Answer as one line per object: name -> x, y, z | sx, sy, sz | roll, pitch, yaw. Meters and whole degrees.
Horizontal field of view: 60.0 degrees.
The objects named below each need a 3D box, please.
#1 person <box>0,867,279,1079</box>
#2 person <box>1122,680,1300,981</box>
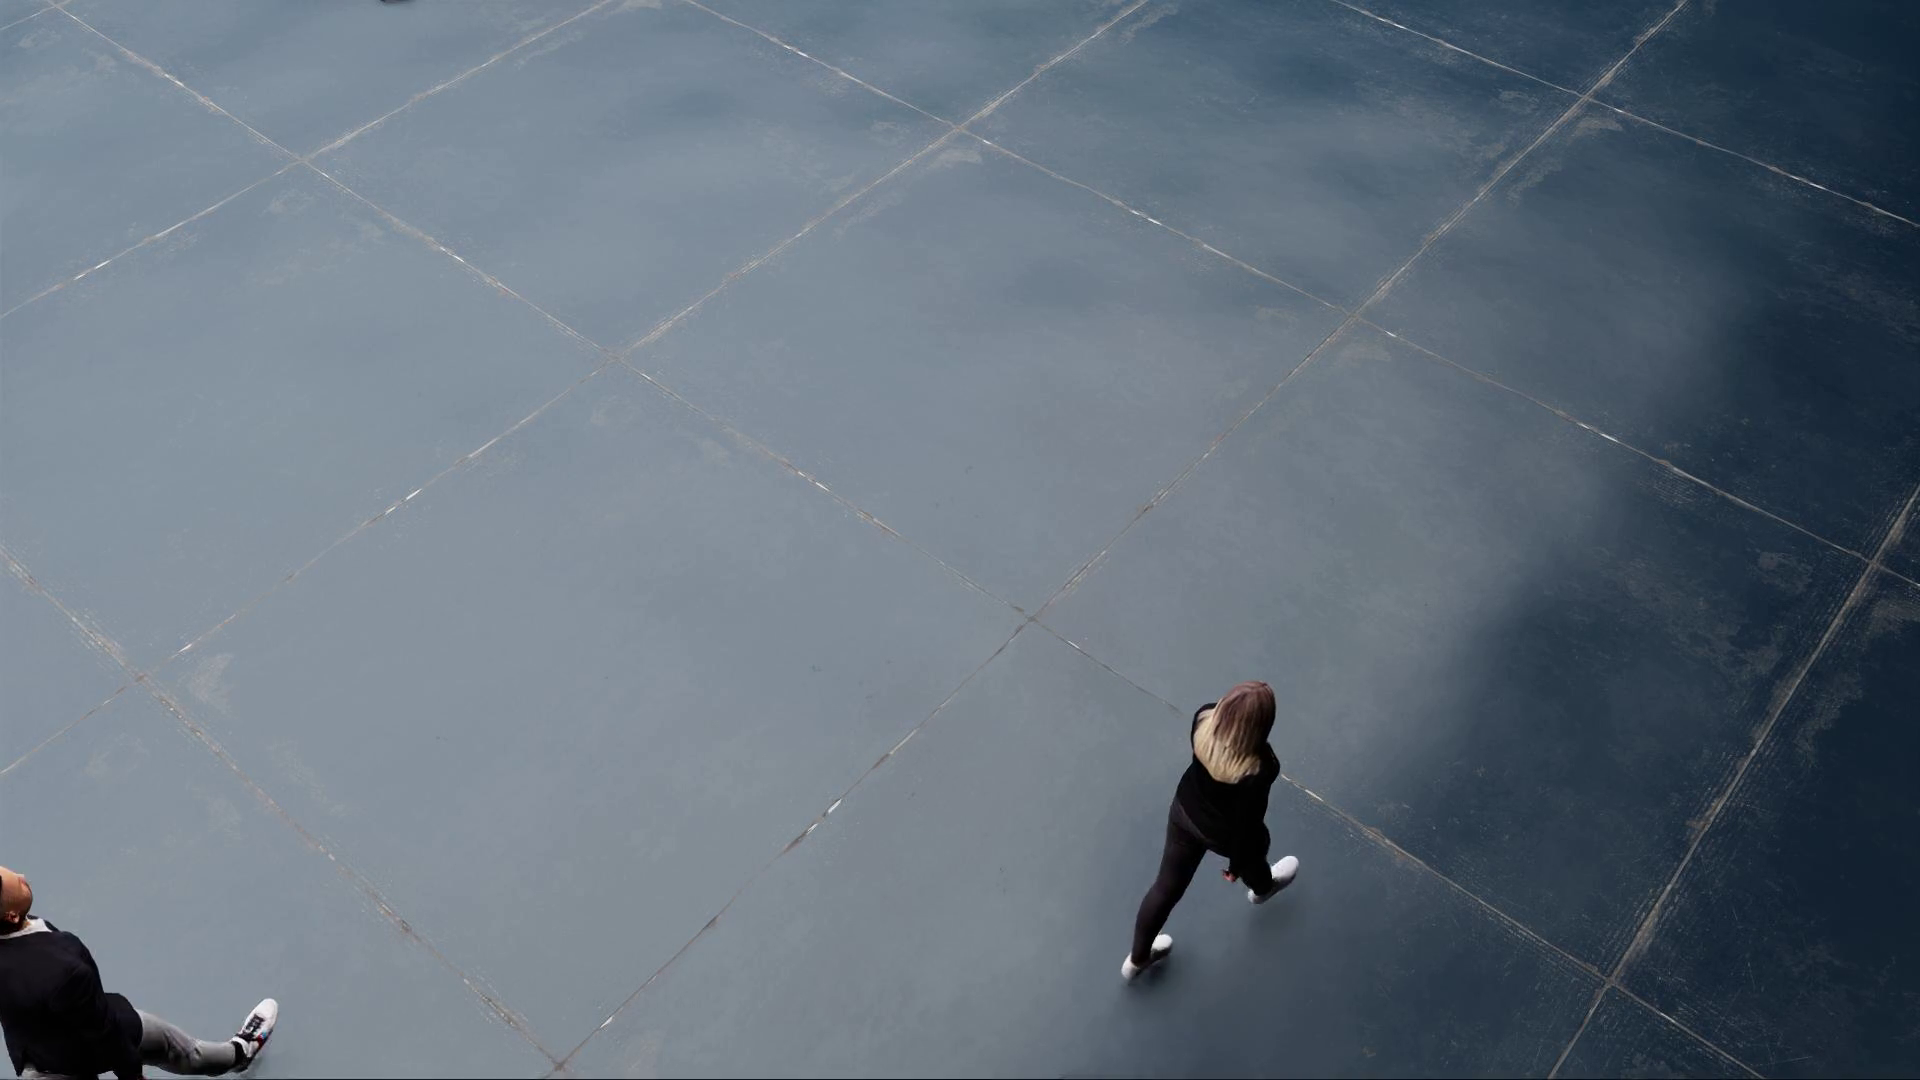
person -> -3.027, 1.726, 5.554 | 0.993, 1.904, 1.269 | 14, 49, 13
person -> 0.890, 1.129, 6.290 | 1.181, 1.634, 0.772 | -30, 54, -25
